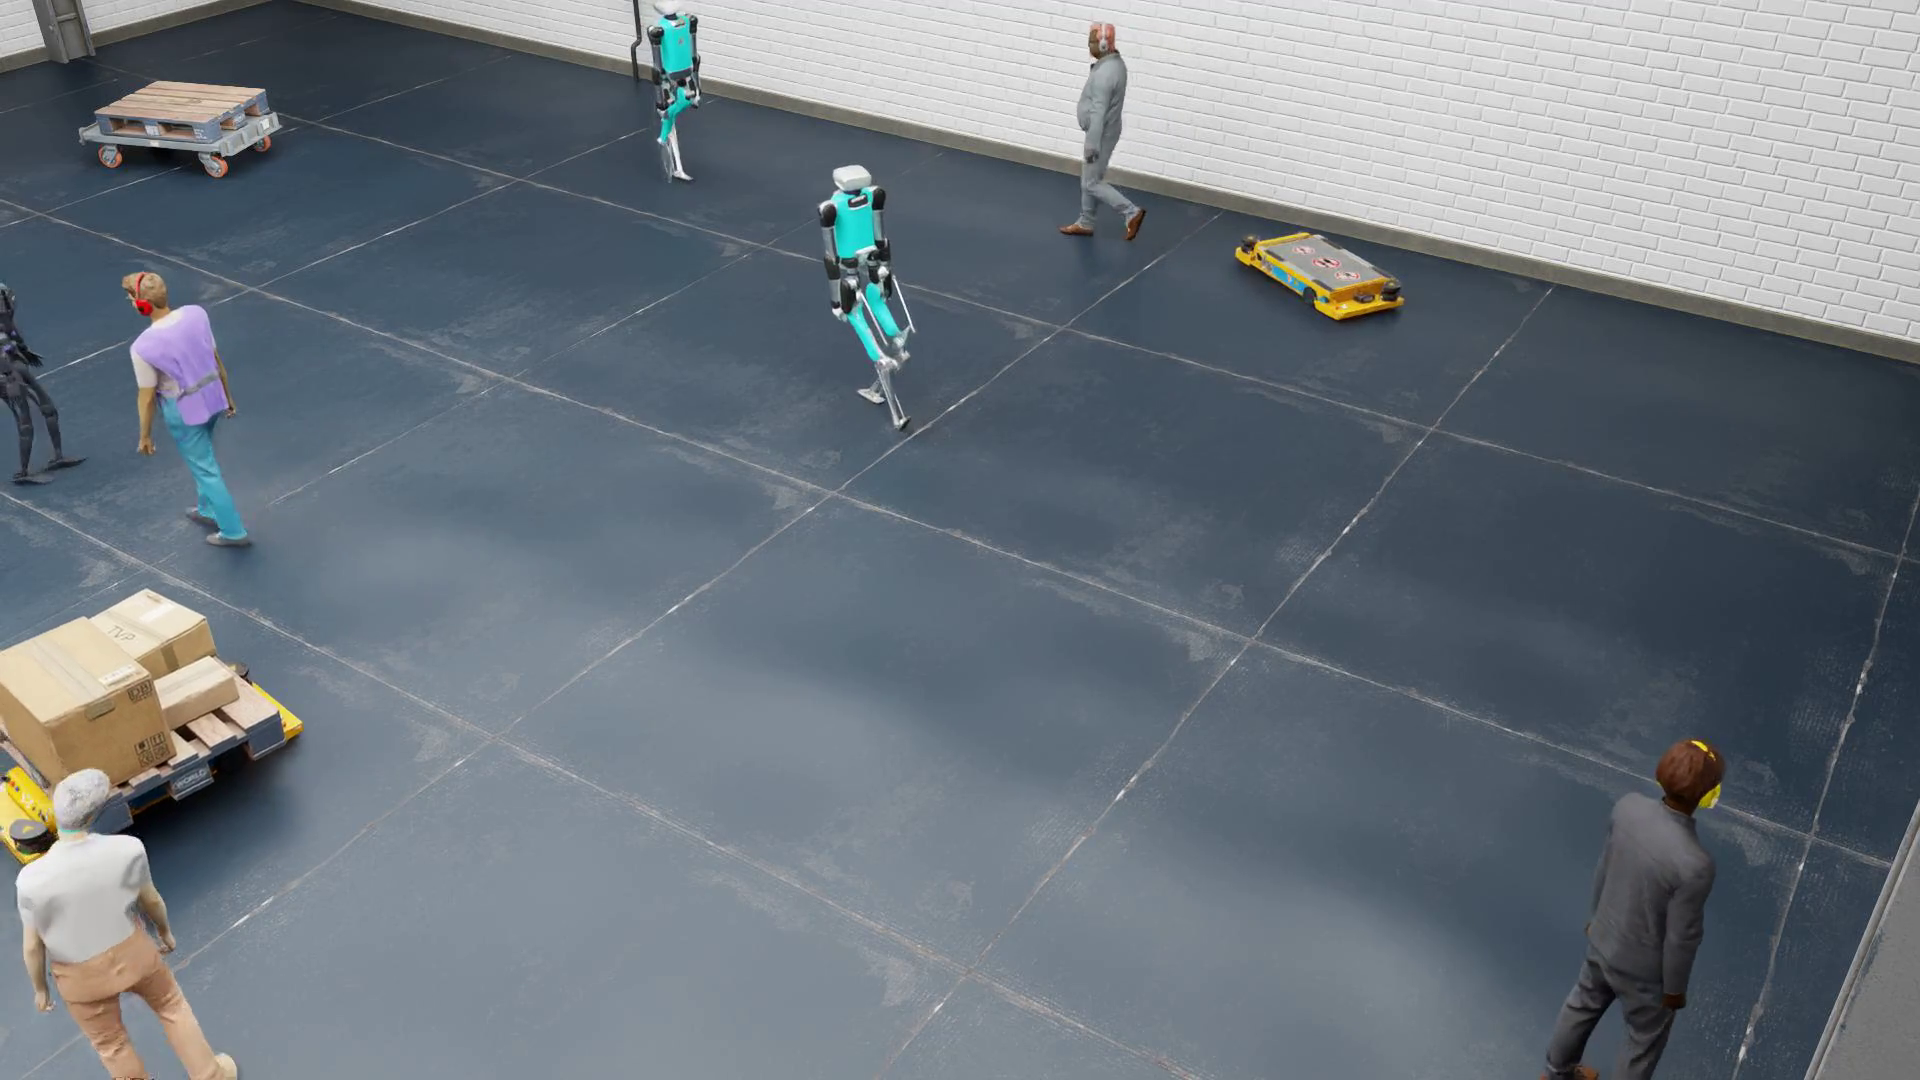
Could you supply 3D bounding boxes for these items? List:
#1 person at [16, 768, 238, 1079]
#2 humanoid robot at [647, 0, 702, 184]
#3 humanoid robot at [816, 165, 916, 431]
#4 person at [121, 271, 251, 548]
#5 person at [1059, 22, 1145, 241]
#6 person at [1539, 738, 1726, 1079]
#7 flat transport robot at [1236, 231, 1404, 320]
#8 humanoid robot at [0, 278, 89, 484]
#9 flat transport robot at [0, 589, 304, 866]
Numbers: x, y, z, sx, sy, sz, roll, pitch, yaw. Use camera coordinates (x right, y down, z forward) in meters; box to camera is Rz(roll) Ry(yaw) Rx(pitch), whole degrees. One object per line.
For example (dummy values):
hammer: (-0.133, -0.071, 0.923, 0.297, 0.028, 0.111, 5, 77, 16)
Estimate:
person: (-3.233, 1.628, 6.395, 0.365, 1.712, 0.592, 26, 41, 34)
humanoid robot: (-2.711, -4.058, 15.320, 0.716, 1.910, 0.551, 26, 41, 34)
humanoid robot: (-0.530, -1.591, 11.445, 0.548, 1.850, 0.856, -25, 40, -33)
person: (-4.738, -0.769, 10.005, 0.694, 1.824, 0.600, 9, 34, 14)
person: (1.234, -3.433, 14.102, 0.674, 1.889, 0.651, 6, 33, 9)
person: (2.587, 1.555, 6.370, 0.372, 1.857, 0.518, -10, 34, -16)
flat transport robot: (2.948, -2.209, 13.693, 0.659, 0.231, 1.431, -15, 36, -22)
humanoid robot: (-6.117, -1.149, 10.749, 0.461, 1.647, 0.591, -10, 34, -16)
flat transport robot: (-4.195, 1.117, 8.517, 0.659, 0.231, 1.431, 26, 41, 34)
